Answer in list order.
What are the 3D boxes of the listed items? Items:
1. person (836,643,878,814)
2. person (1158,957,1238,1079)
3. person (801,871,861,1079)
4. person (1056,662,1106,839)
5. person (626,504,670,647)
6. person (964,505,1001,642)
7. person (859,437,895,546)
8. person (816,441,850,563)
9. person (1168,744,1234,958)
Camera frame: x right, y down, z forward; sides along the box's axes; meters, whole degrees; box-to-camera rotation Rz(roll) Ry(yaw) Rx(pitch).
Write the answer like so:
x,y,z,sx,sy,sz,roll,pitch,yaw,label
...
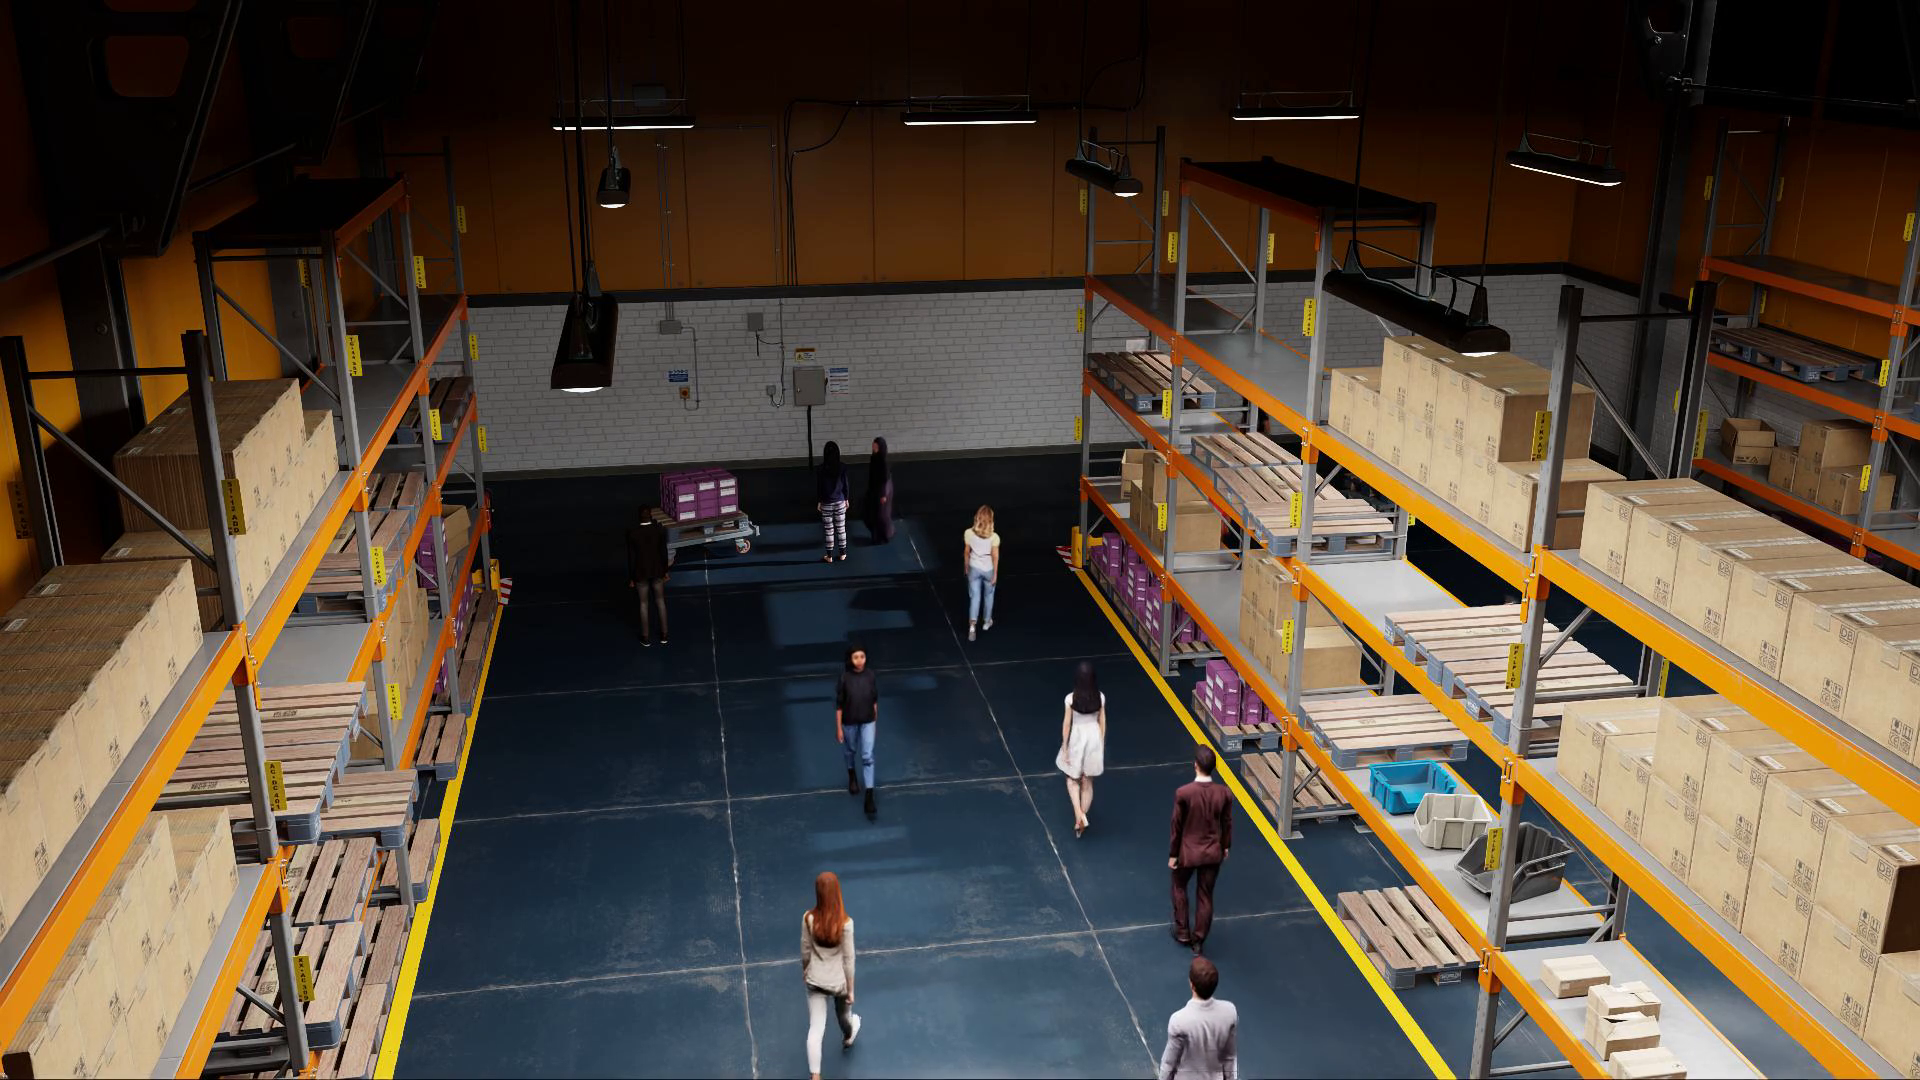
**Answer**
x,y,z,sx,sy,sz,roll,pitch,yaw,label
-1.036,1.805,16.480,0.601,1.656,1.112,-4,19,-11,person
1.589,3.634,10.807,0.952,1.811,1.268,-10,21,-28,person
-0.980,3.271,12.109,0.927,1.667,1.246,4,19,12,person
1.184,2.026,15.657,0.646,1.764,0.767,-2,19,-5,person
-3.806,0.418,20.375,0.706,1.800,0.643,-8,20,-22,person
0.241,0.430,20.502,0.889,1.694,1.185,4,19,11,person
-1.093,-0.737,24.107,0.823,1.606,0.781,-10,21,-27,person
-1.788,-0.549,23.351,0.626,1.733,0.536,-5,19,-15,person
1.997,2.616,13.764,0.744,1.852,0.726,-1,19,-4,person
